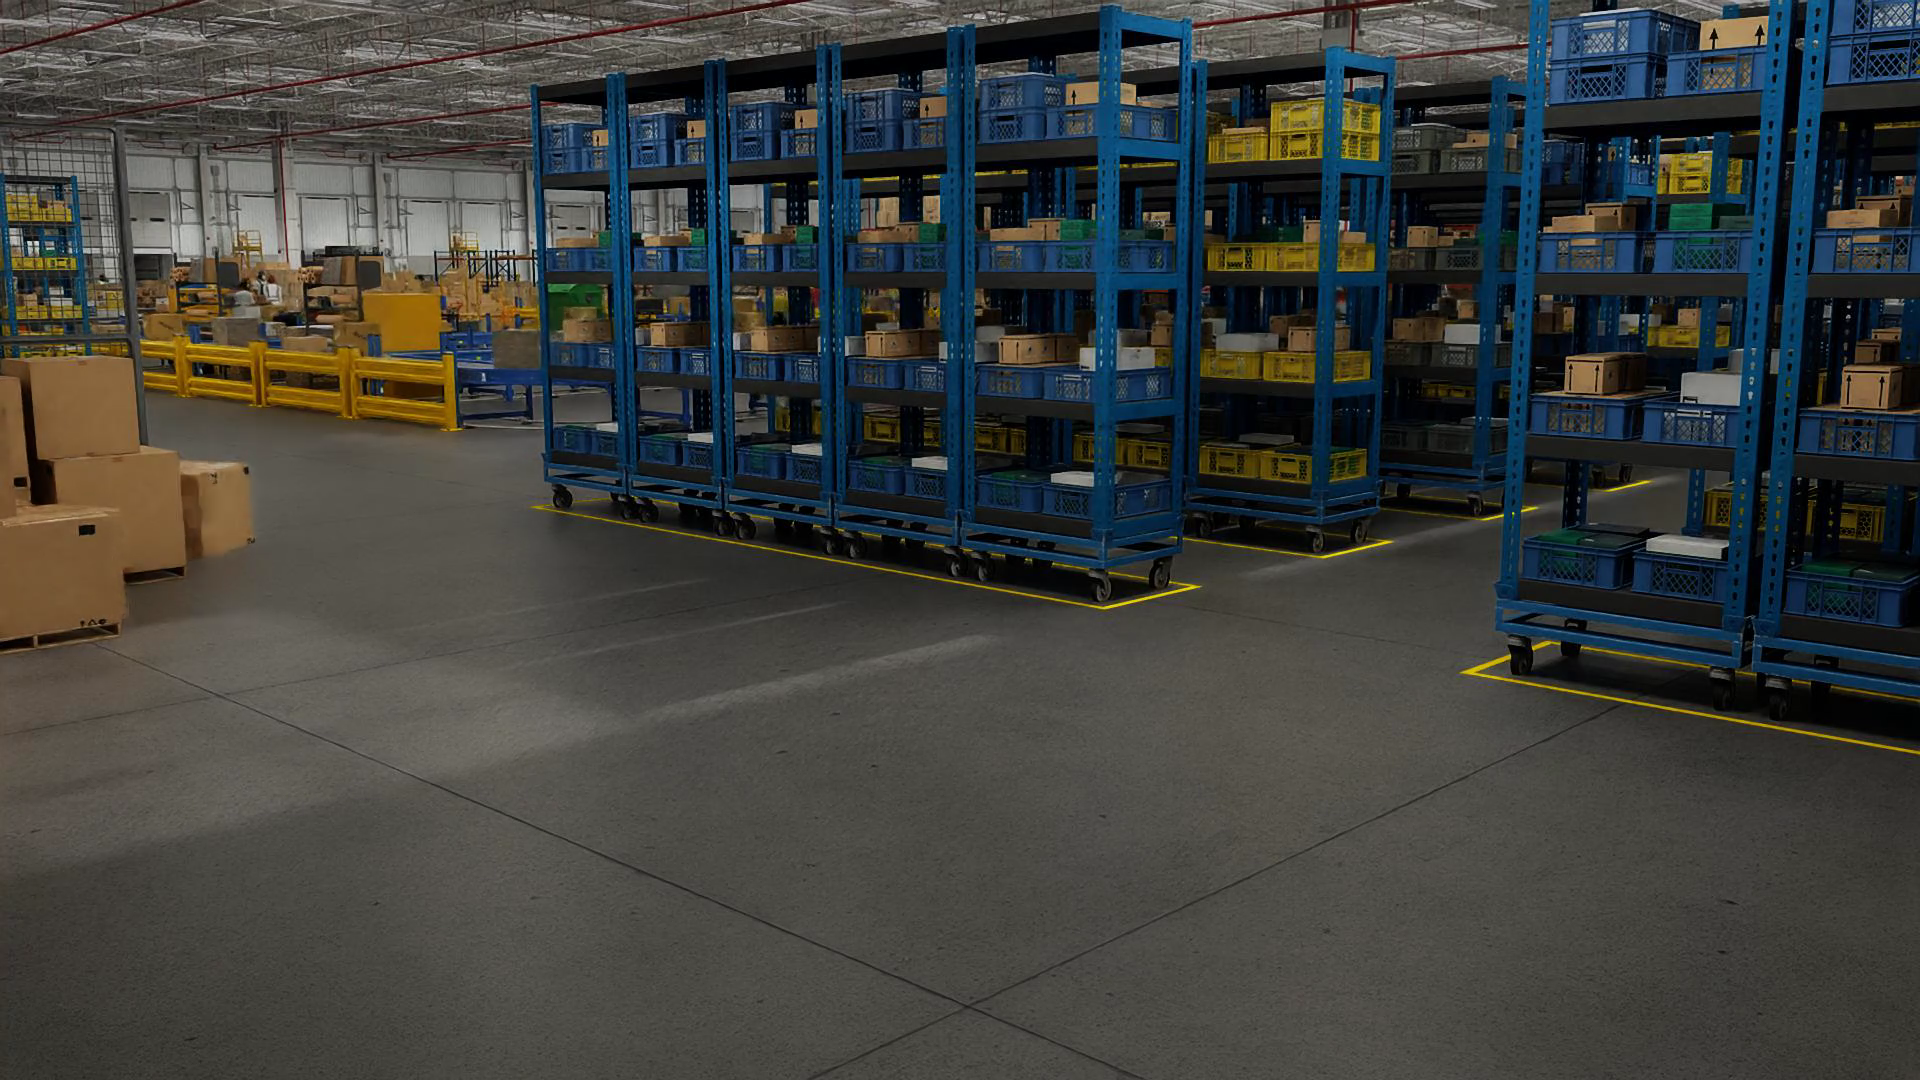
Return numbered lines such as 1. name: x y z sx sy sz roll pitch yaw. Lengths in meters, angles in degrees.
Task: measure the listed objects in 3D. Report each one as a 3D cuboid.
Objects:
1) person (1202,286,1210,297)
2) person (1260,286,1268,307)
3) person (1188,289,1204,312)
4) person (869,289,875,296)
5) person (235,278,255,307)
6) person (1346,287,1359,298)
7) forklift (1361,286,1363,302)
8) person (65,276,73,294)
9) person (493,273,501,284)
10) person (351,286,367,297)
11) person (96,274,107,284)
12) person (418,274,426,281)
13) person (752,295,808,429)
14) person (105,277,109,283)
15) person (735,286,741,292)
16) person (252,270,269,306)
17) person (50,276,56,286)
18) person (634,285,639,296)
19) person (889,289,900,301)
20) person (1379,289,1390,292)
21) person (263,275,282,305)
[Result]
1. person: 8.117 -7.619 53.681 0.669 1.889 0.467 8 12 40
2. person: 10.283 -7.888 56.210 0.500 1.604 0.755 7 12 37
3. person: 3.606 -3.209 26.632 0.409 1.901 0.655 -6 11 -31
4. person: -3.760 -10.580 71.603 0.361 1.965 0.613 2 9 11
5. person: -16.544 -5.157 38.728 0.504 1.844 0.729 5 10 26
6. person: 6.092 -3.010 25.667 0.585 1.808 0.884 -5 10 -26
7. forklift: 11.100 -7.017 46.970 1.873 2.768 1.129 9 13 43
8. person: -30.280 -8.145 56.495 0.437 2.025 0.687 -4 10 -26
9. person: -26.552 -14.453 95.605 0.585 1.882 0.337 -6 11 -32
10. person: -19.256 -7.553 53.342 0.551 1.871 1.048 1 9 7
11. person: -36.799 -10.493 71.461 0.429 1.839 0.634 1 9 3
12. person: -25.634 -11.734 79.098 0.654 1.829 0.437 4 10 23
13. person: -1.892 -1.574 16.909 0.612 1.790 0.883 8 12 39
14. person: -39.096 -11.172 76.095 0.536 1.681 0.599 3 10 16
15. person: -10.210 -11.180 75.439 0.550 1.917 0.565 7 12 36
16. person: -24.154 -8.356 57.748 0.536 2.000 0.688 4 10 24
17. person: -44.521 -12.191 81.604 0.366 1.927 0.585 -9 13 -43
18. person: -17.634 -13.454 89.847 0.537 1.773 0.933 0 9 0
19. person: -2.317 -8.287 58.423 0.549 1.679 0.483 8 12 39
20. person: 5.887 -2.826 24.087 0.589 1.952 0.618 3 10 18
21. person: -22.247 -7.617 53.761 0.602 1.854 0.810 -7 12 -37
